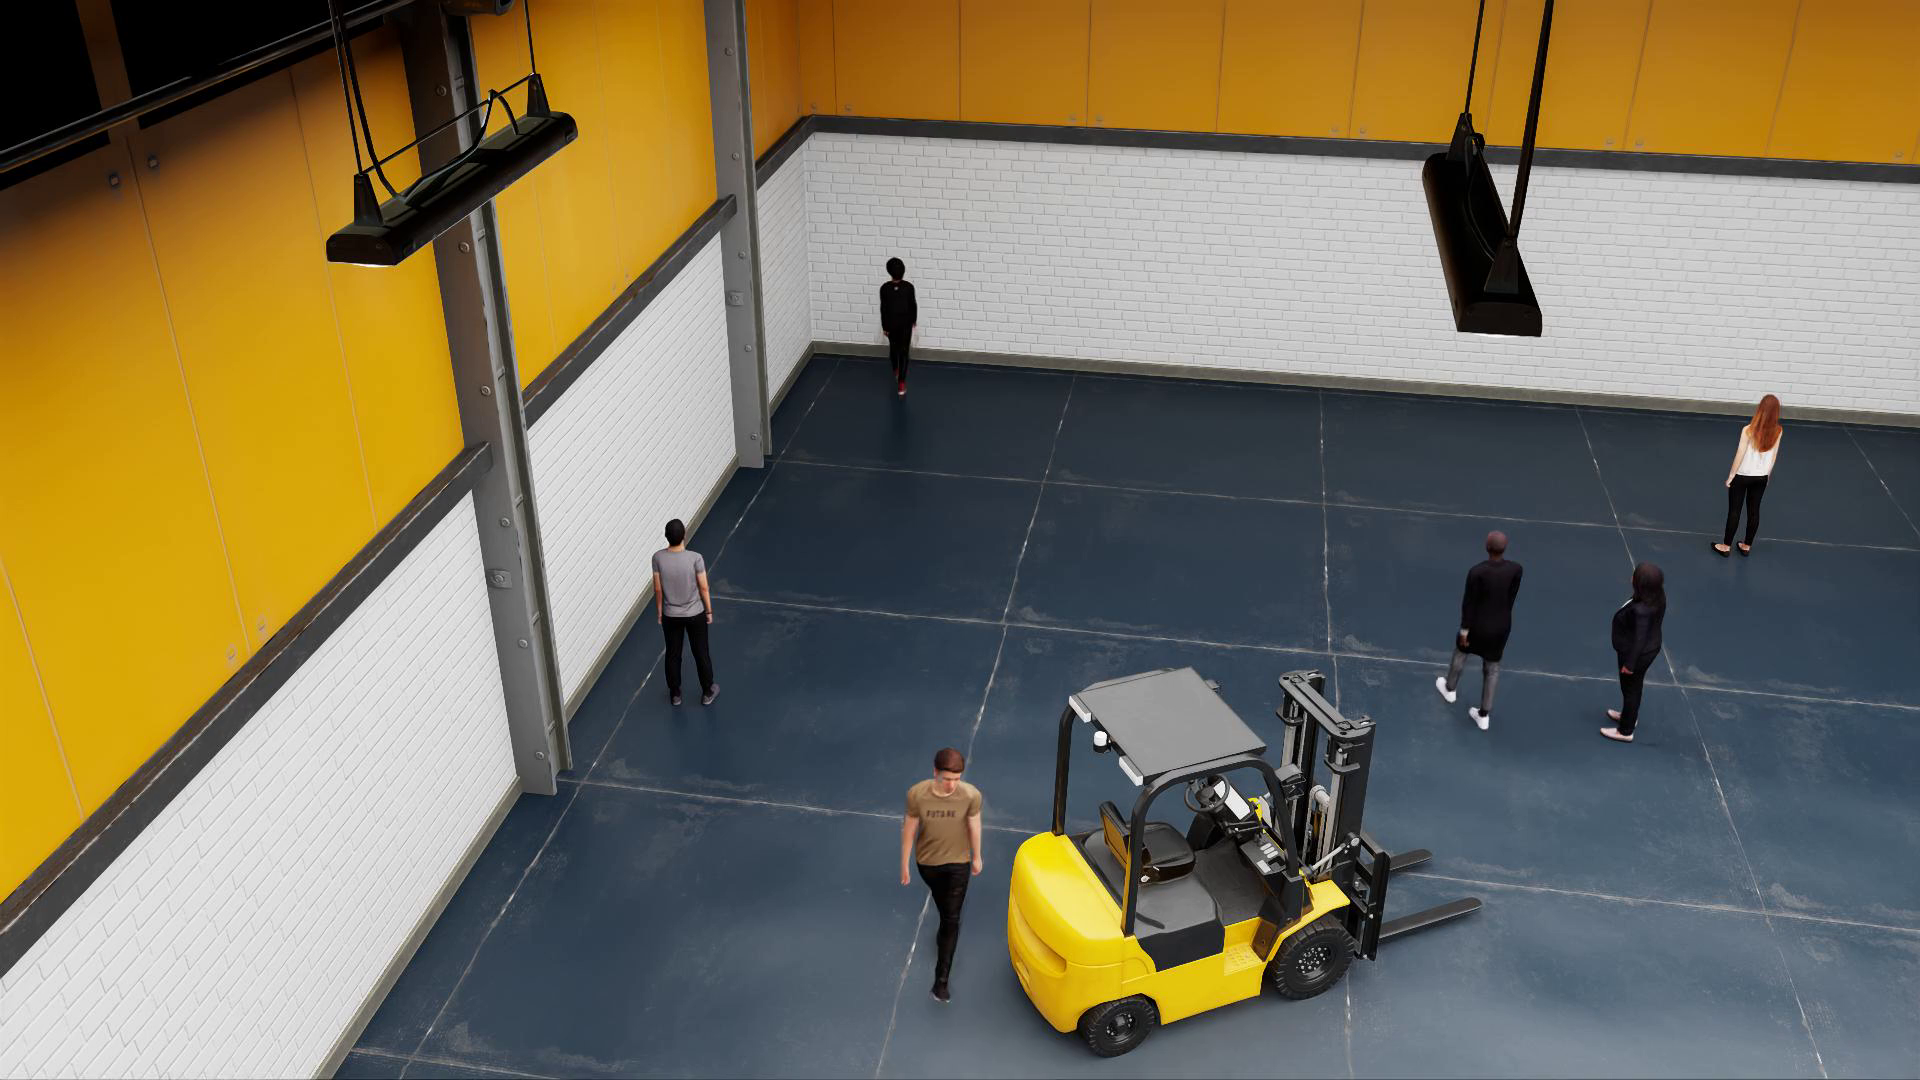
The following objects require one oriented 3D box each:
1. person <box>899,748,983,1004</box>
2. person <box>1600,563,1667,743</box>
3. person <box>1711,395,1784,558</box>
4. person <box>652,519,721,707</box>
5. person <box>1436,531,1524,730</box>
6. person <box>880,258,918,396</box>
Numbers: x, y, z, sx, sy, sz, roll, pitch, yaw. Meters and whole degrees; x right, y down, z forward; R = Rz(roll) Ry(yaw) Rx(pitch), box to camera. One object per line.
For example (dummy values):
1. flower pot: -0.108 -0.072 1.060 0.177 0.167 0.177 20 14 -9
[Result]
1. person: -0.103 2.104 11.226 0.720 1.794 1.219 4 29 7
2. person: 5.549 0.906 13.610 0.804 1.613 0.685 16 32 27
3. person: 7.761 -0.625 16.304 0.624 1.722 0.577 -2 29 -4
4. person: -2.332 0.604 14.017 0.653 1.755 0.590 0 29 1
5. person: 4.379 0.777 13.716 0.788 1.738 0.991 -1 29 -3
6. person: -0.717 -2.532 19.890 0.664 1.636 1.104 1 29 3
